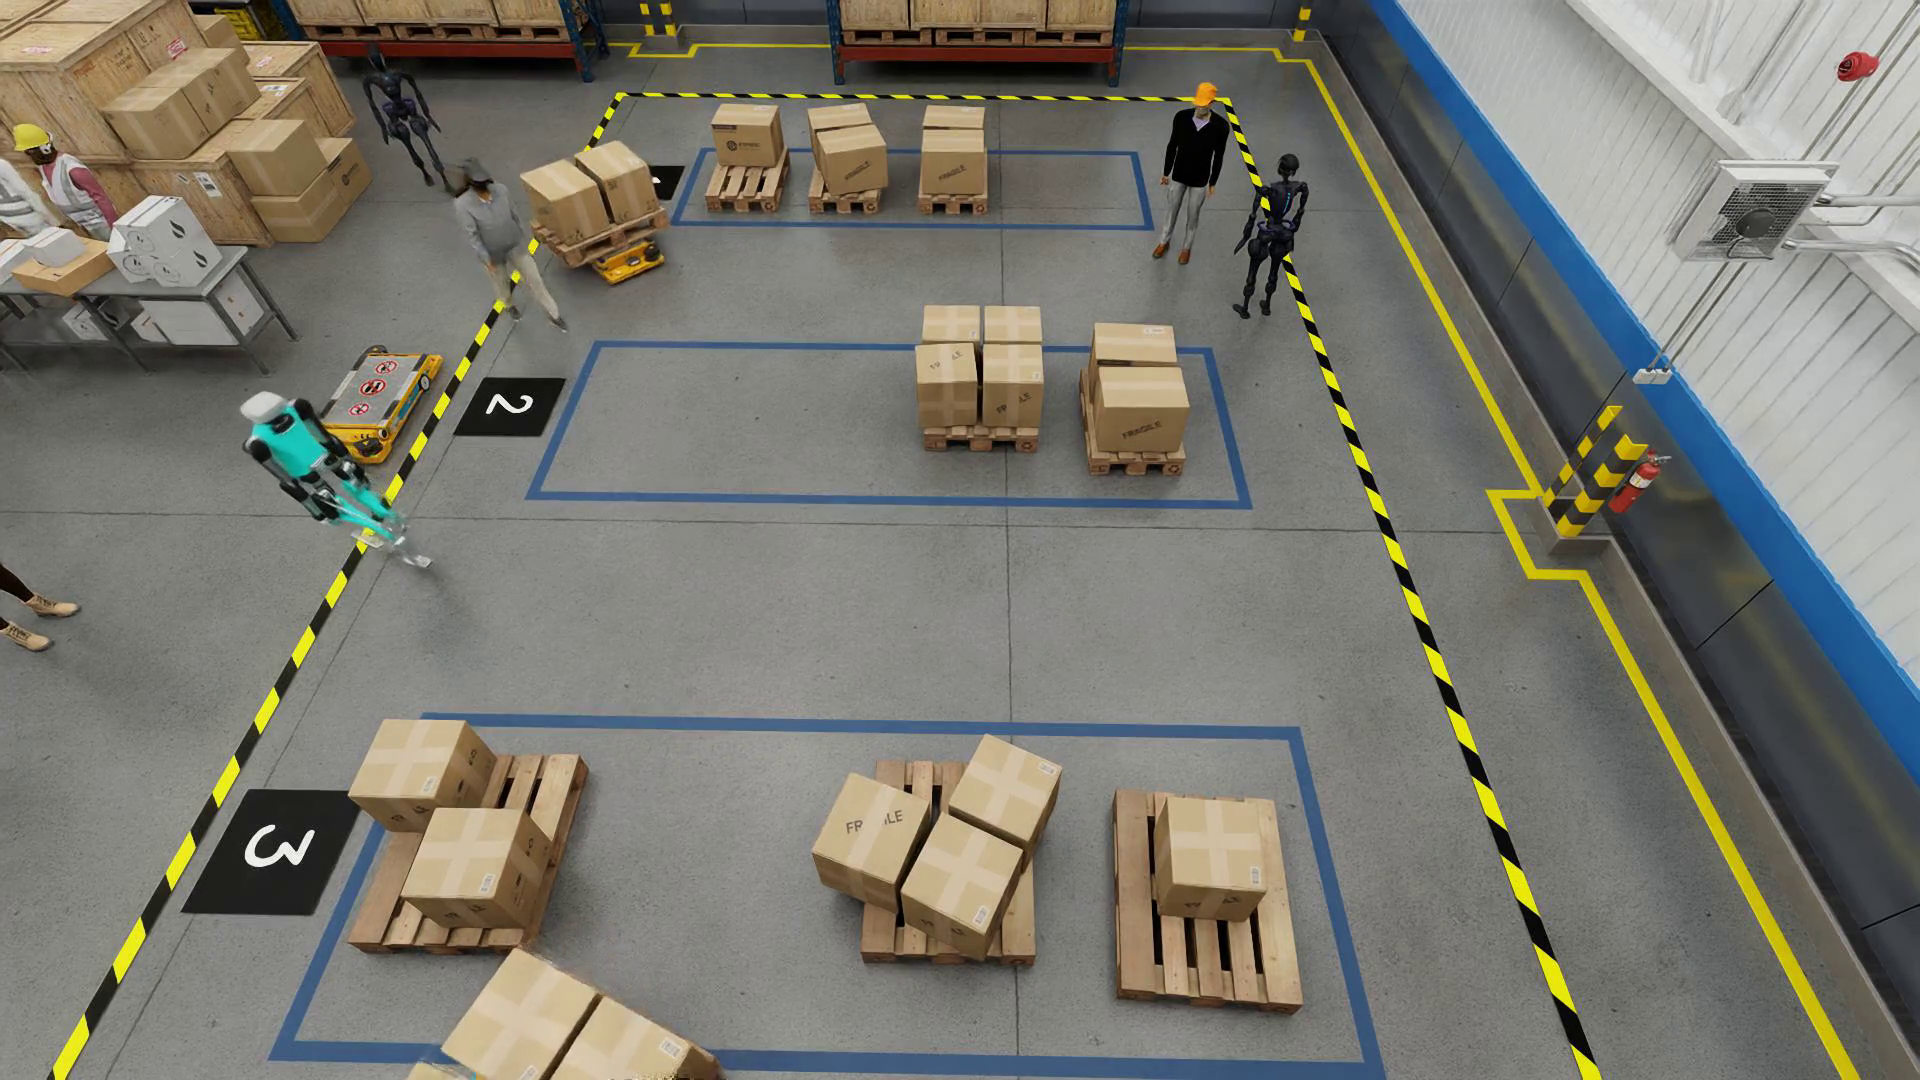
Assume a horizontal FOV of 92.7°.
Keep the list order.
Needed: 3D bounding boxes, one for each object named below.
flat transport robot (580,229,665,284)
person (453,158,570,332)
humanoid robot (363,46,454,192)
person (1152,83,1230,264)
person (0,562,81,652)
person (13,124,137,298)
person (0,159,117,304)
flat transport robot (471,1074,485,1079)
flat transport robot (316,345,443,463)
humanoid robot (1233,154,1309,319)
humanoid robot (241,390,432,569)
[{"bbox_3d":[-3.958,-3.335,10.171,0.652,0.197,1.431,-36,59,-27],"label":"flat transport robot"},{"bbox_3d":[-4.375,-2.807,8.780,0.786,1.731,0.563,36,58,26],"label":"person"},{"bbox_3d":[-6.348,-4.788,10.513,0.613,1.625,0.738,-25,54,-20],"label":"humanoid robot"},{"bbox_3d":[2.382,-3.772,9.500,0.591,1.883,0.368,21,53,17],"label":"person"},{"bbox_3d":[-6.938,0.006,6.199,0.366,2.046,0.610,3,50,2],"label":"person"},{"bbox_3d":[-8.541,-3.186,9.038,0.599,1.831,0.404,19,52,15],"label":"person"},{"bbox_3d":[-9.126,-3.169,8.997,0.625,1.875,0.377,11,51,9],"label":"person"},{"bbox_3d":[-1.978,3.105,4.721,1.431,0.197,0.652,19,52,15],"label":"flat transport robot"},{"bbox_3d":[-5.383,-1.269,8.441,0.659,0.231,1.431,1,50,1],"label":"flat transport robot"},{"bbox_3d":[3.011,-2.935,8.920,0.599,1.655,0.315,-6,50,-5],"label":"humanoid robot"},{"bbox_3d":[-4.429,-0.338,6.673,0.963,1.727,0.531,11,51,9],"label":"humanoid robot"}]
